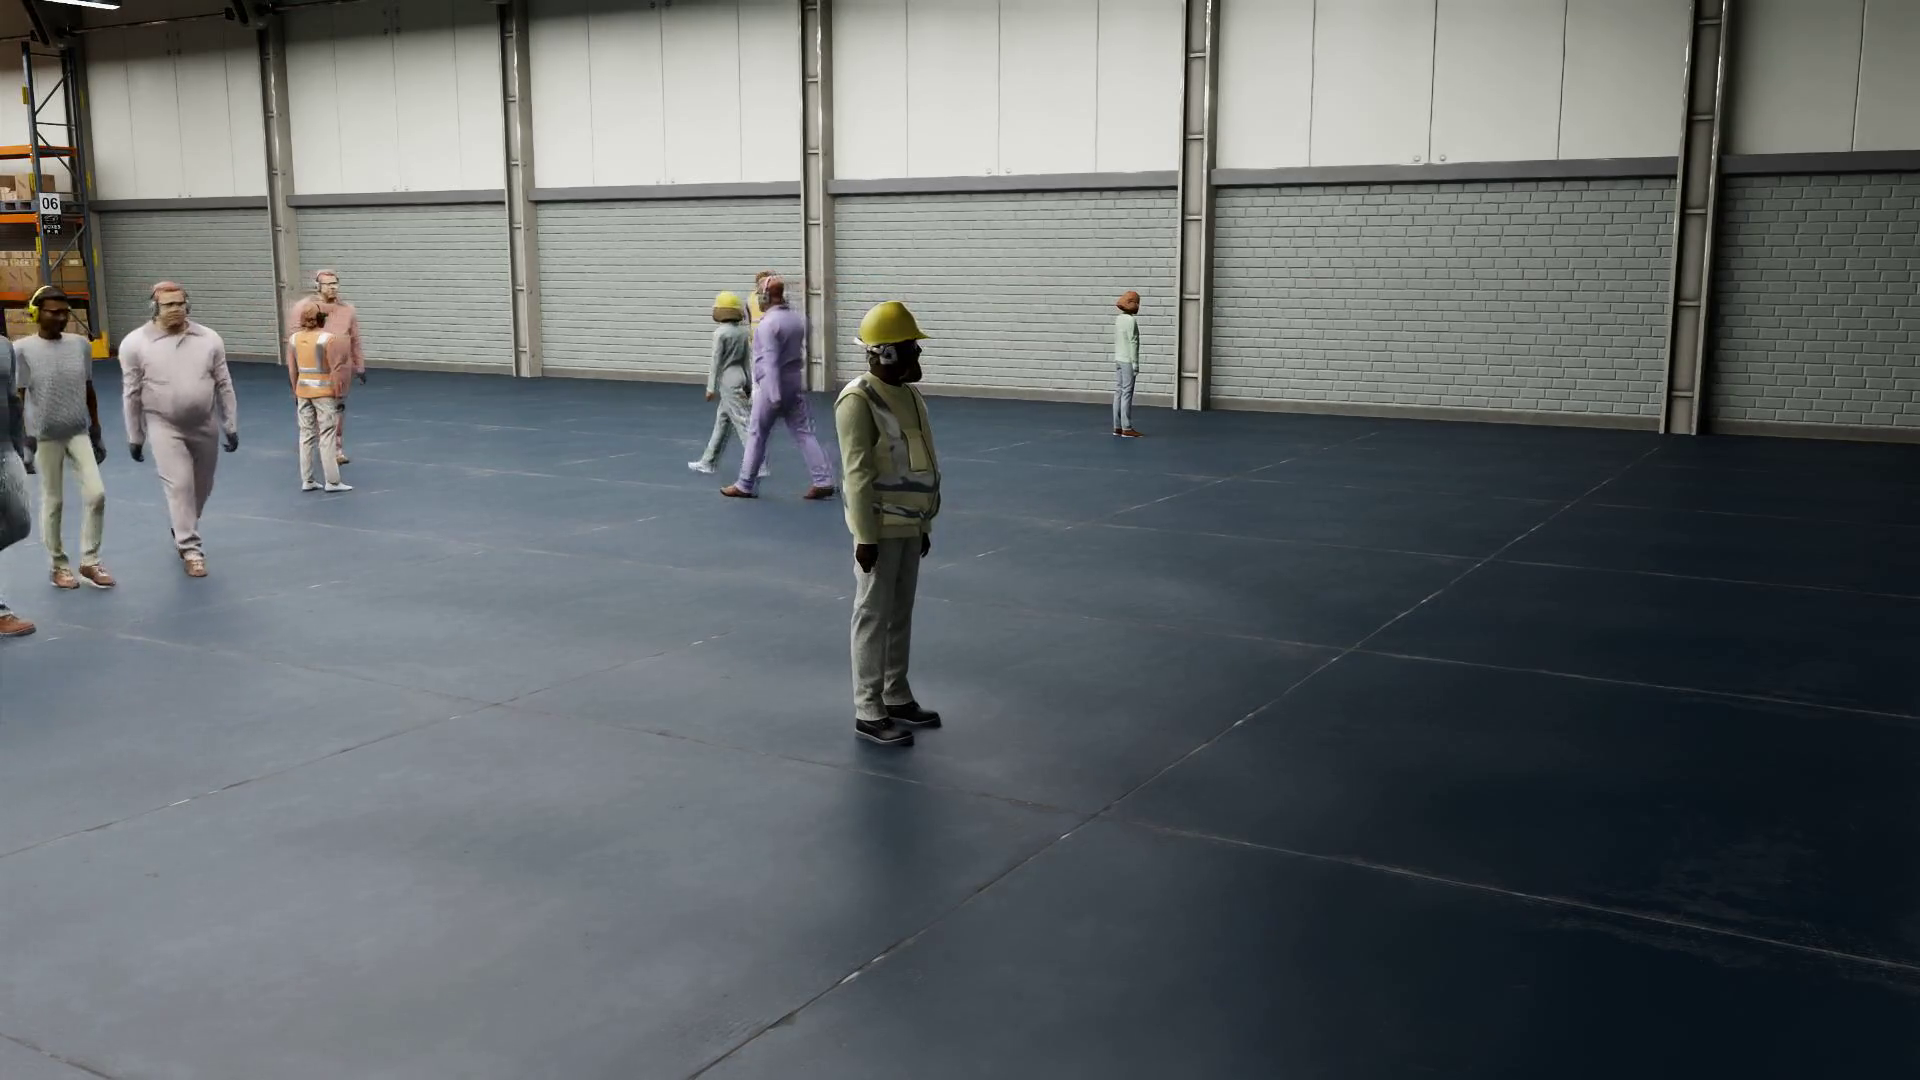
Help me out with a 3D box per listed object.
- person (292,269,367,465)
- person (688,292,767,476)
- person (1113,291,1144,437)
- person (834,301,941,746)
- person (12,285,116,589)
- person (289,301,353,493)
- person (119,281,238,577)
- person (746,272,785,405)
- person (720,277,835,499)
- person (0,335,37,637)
[{"bbox_3d":[-6.034,-1.662,16.097,0.657,1.887,0.673,8,12,39],"label":"person"},{"bbox_3d":[-2.145,-1.432,15.322,0.892,1.689,0.501,4,11,23],"label":"person"},{"bbox_3d":[1.887,-1.978,18.708,0.284,1.633,0.498,-3,10,-16],"label":"person"},{"bbox_3d":[-0.283,-0.075,6.979,0.404,1.836,0.590,4,10,22],"label":"person"},{"bbox_3d":[-5.374,-0.599,10.003,0.660,1.843,0.575,8,12,39],"label":"person"},{"bbox_3d":[-5.508,-1.222,14.272,0.523,1.638,0.310,4,10,21],"label":"person"},{"bbox_3d":[-5.045,-0.737,10.766,0.658,1.879,0.900,-9,13,-42],"label":"person"},{"bbox_3d":[-2.593,-2.701,22.473,0.685,1.815,0.456,7,12,35],"label":"person"},{"bbox_3d":[-1.496,-1.245,13.807,1.011,1.865,0.639,4,11,24],"label":"person"},{"bbox_3d":[-5.277,-0.438,8.842,0.607,1.921,0.643,3,10,15],"label":"person"}]
